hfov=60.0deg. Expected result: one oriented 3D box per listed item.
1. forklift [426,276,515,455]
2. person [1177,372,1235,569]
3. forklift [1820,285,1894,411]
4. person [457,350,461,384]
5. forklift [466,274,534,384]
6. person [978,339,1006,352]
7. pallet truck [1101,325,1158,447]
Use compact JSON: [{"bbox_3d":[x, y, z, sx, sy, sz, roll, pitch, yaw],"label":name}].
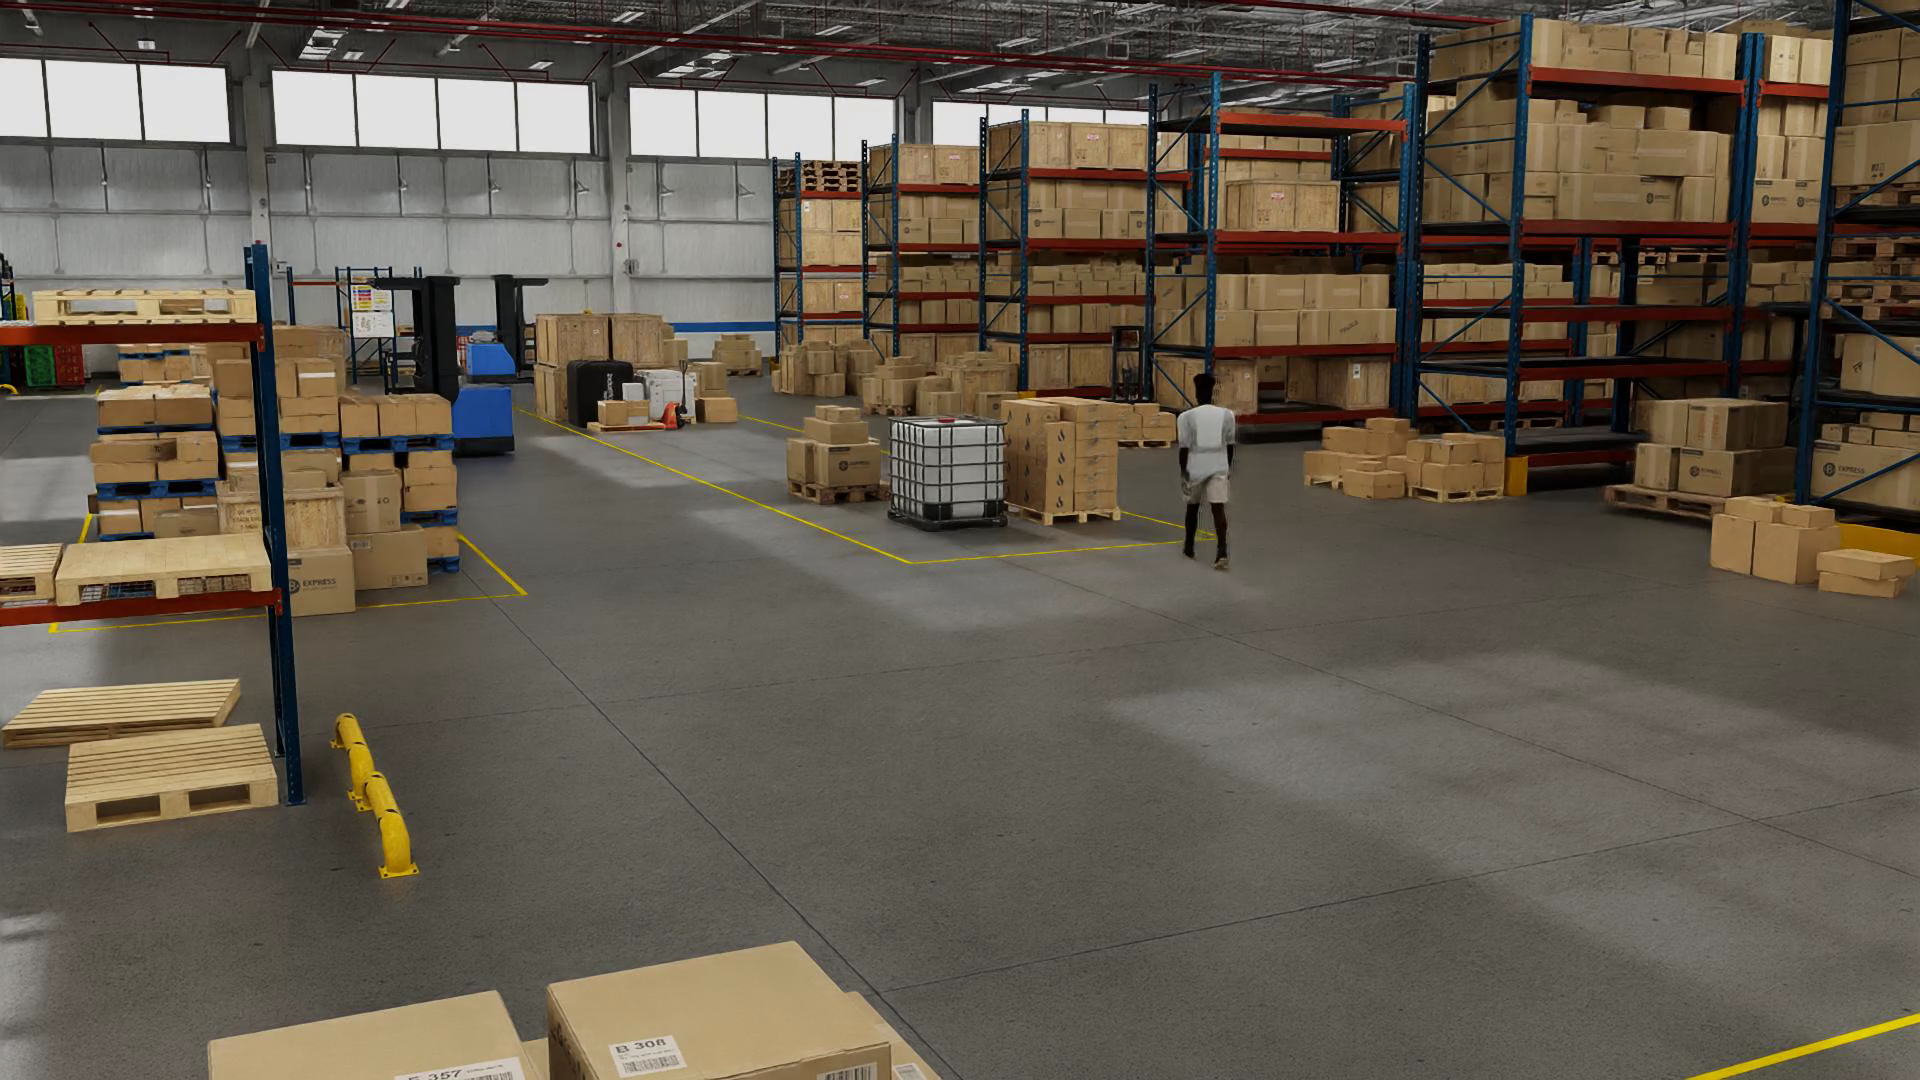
[{"bbox_3d":[-8.069,-2.737,26.069,1.873,2.768,1.129,-4,10,-25],"label":"forklift"},{"bbox_3d":[2.426,-0.691,16.372,0.599,1.924,1.027,-1,9,-4],"label":"person"},{"bbox_3d":[10.945,-1.836,20.478,1.873,2.768,1.129,-4,10,-25],"label":"forklift"},{"bbox_3d":[-8.712,-2.600,27.983,0.612,1.986,0.401,-4,10,-23],"label":"person"},{"bbox_3d":[-11.570,-5.352,42.295,1.873,2.768,1.129,-4,10,-25],"label":"forklift"},{"bbox_3d":[0.659,-4.059,37.355,0.659,1.881,0.751,8,12,41],"label":"person"},{"bbox_3d":[2.881,-2.596,27.923,0.823,1.965,1.885,-1,9,-7],"label":"pallet truck"}]
